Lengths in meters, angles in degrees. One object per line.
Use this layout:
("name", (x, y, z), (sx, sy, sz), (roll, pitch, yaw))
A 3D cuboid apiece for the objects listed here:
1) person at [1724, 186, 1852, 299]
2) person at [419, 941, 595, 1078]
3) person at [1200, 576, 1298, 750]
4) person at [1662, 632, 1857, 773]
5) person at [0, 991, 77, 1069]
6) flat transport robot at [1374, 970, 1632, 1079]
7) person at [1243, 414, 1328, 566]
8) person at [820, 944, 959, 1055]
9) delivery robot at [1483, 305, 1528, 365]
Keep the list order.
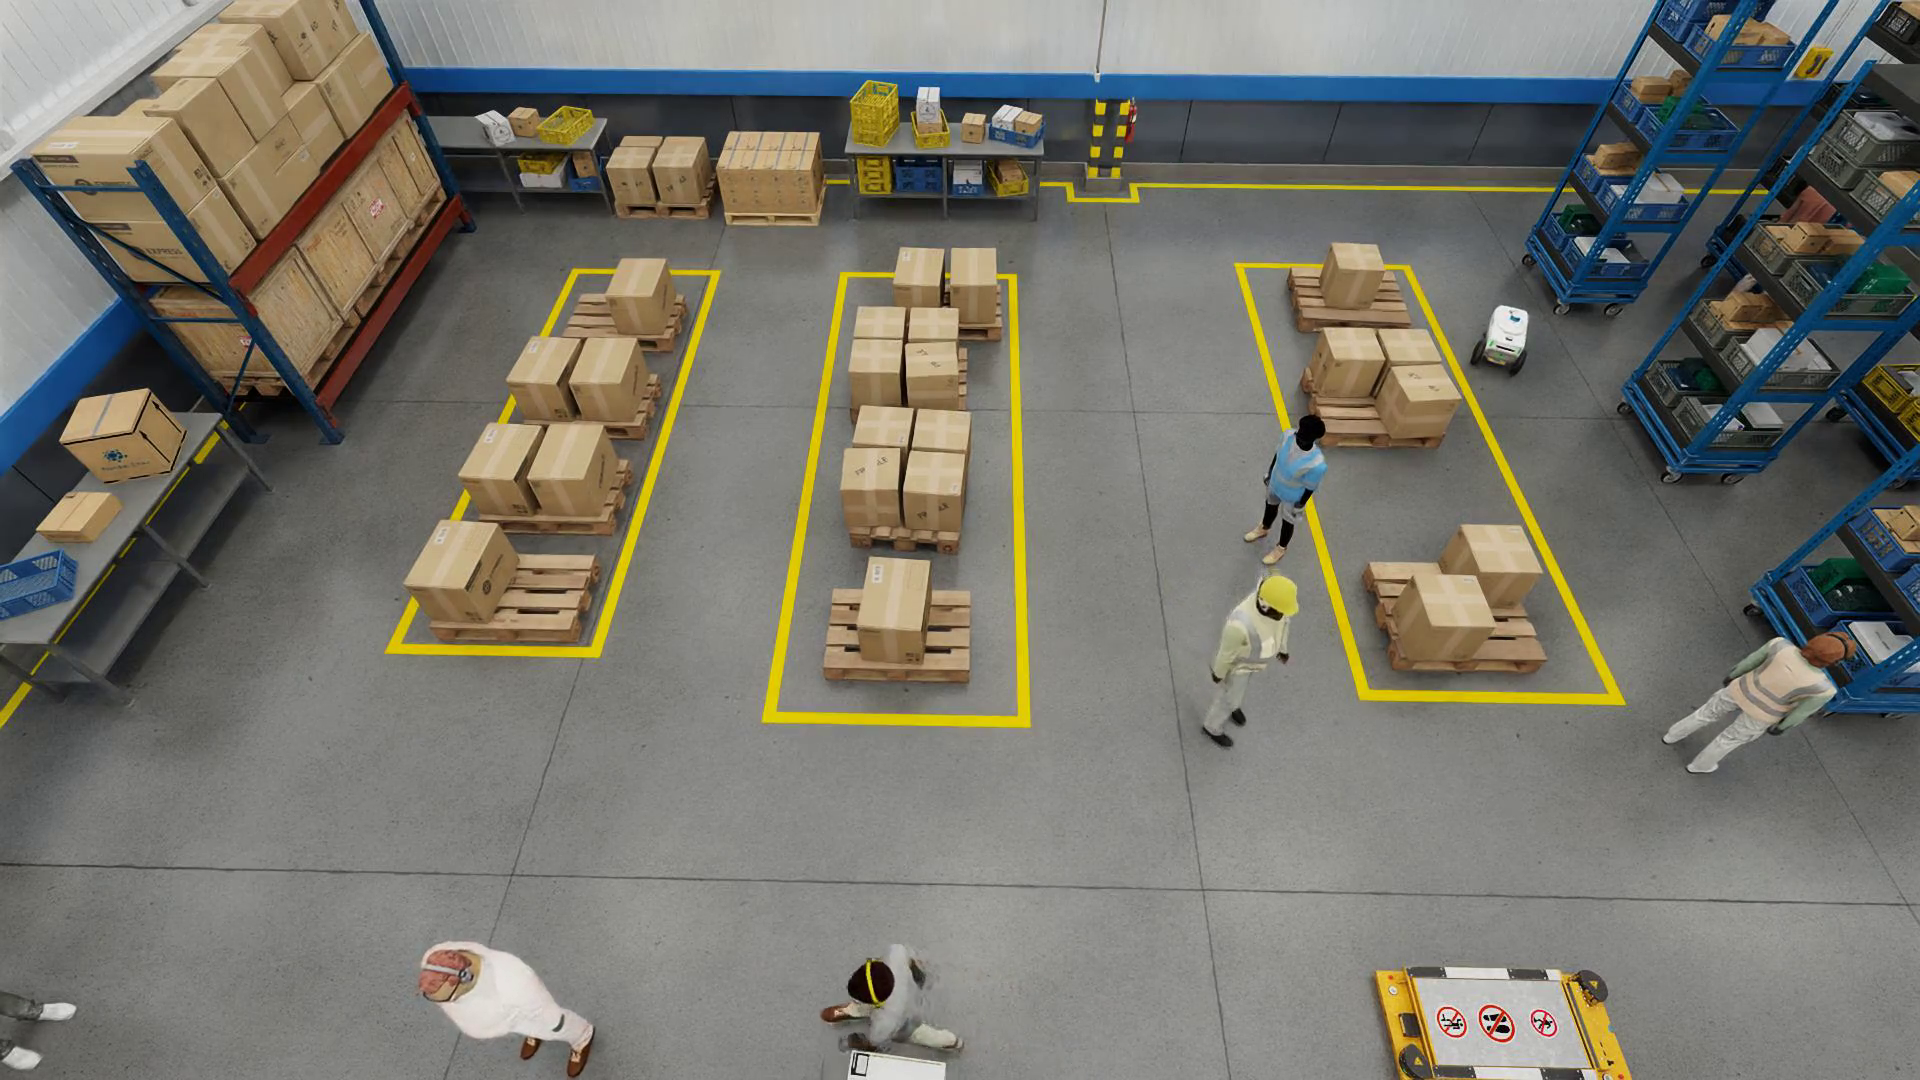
("person", (9.080, -3.163, 9.953), (0.410, 1.979, 0.628), (-17, 53, -14))
("person", (-2.584, 2.680, 5.243), (0.648, 1.899, 0.397), (12, 52, 10))
("person", (2.146, 0.862, 6.775), (0.601, 1.816, 0.484), (-37, 60, -26))
("person", (5.760, 1.176, 6.638), (0.315, 1.632, 0.519), (-12, 52, -10))
("person", (-6.068, 2.662, 5.253), (0.409, 1.908, 0.595), (3, 51, 2))
("flat transport robot", (3.501, 3.133, 5.914), (1.431, 0.197, 0.652), (1, 51, 1))
("person", (2.832, -0.446, 7.922), (0.320, 1.694, 0.534), (-19, 53, -15))
("person", (-0.440, 2.711, 5.266), (0.938, 1.814, 0.510), (0, 51, 0))
("delivery robot", (6.022, -2.286, 10.091), (0.477, 0.478, 0.707), (20, 54, 15))
